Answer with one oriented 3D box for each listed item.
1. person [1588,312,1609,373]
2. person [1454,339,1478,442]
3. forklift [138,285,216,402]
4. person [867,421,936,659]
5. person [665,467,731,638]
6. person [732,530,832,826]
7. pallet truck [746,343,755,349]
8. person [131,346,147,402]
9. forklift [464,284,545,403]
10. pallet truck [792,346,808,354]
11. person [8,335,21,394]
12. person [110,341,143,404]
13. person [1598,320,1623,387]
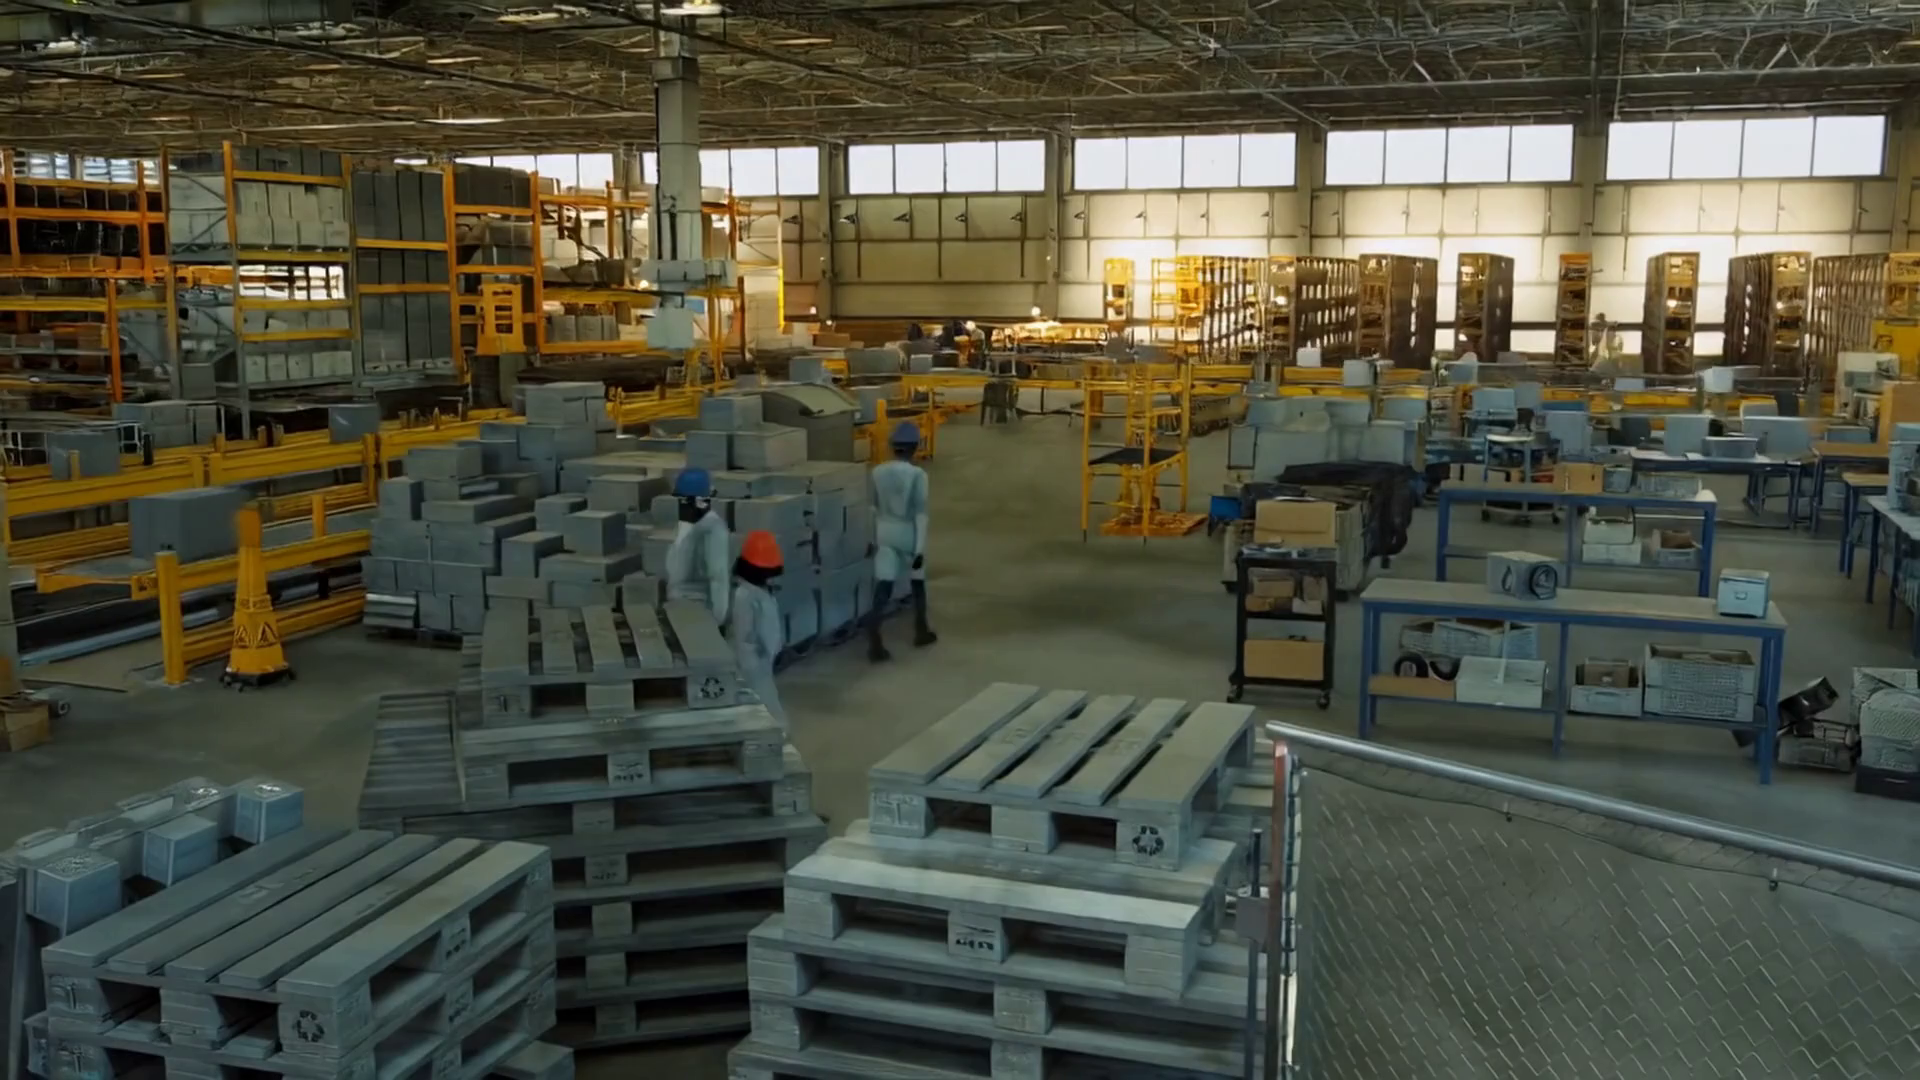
[{"bbox_3d":[19.427,-5.988,50.688,0.643,1.938,0.988,8,12,41],"label":"person"},{"bbox_3d":[9.146,-2.697,30.186,0.422,1.869,0.677,7,12,38],"label":"person"},{"bbox_3d":[-17.480,-4.200,36.461,1.873,2.768,1.129,3,10,19],"label":"forklift"},{"bbox_3d":[-0.483,-0.003,13.262,0.539,1.892,1.009,4,10,23],"label":"person"},{"bbox_3d":[-1.647,0.415,10.818,0.761,1.811,0.599,-5,10,-29],"label":"person"},{"bbox_3d":[-1.170,0.755,9.079,0.850,1.682,0.522,0,9,0],"label":"person"},{"bbox_3d":[-6.183,-4.618,44.264,1.601,1.201,0.680,-9,12,-43],"label":"pallet truck"},{"bbox_3d":[-16.885,-3.185,34.120,0.831,1.598,0.506,4,10,24],"label":"person"},{"bbox_3d":[-10.832,-4.702,39.610,1.129,2.768,1.873,3,10,20],"label":"forklift"},{"bbox_3d":[-3.705,-4.298,42.022,0.653,1.274,1.630,3,10,20],"label":"pallet truck"},{"bbox_3d":[-20.406,-3.585,35.809,0.952,1.867,0.660,3,9,17],"label":"person"},{"bbox_3d":[-14.181,-2.428,28.334,0.384,1.929,0.539,8,12,39],"label":"person"},{"bbox_3d":[17.590,-5.028,45.003,0.627,1.804,0.759,5,10,27],"label":"person"}]
